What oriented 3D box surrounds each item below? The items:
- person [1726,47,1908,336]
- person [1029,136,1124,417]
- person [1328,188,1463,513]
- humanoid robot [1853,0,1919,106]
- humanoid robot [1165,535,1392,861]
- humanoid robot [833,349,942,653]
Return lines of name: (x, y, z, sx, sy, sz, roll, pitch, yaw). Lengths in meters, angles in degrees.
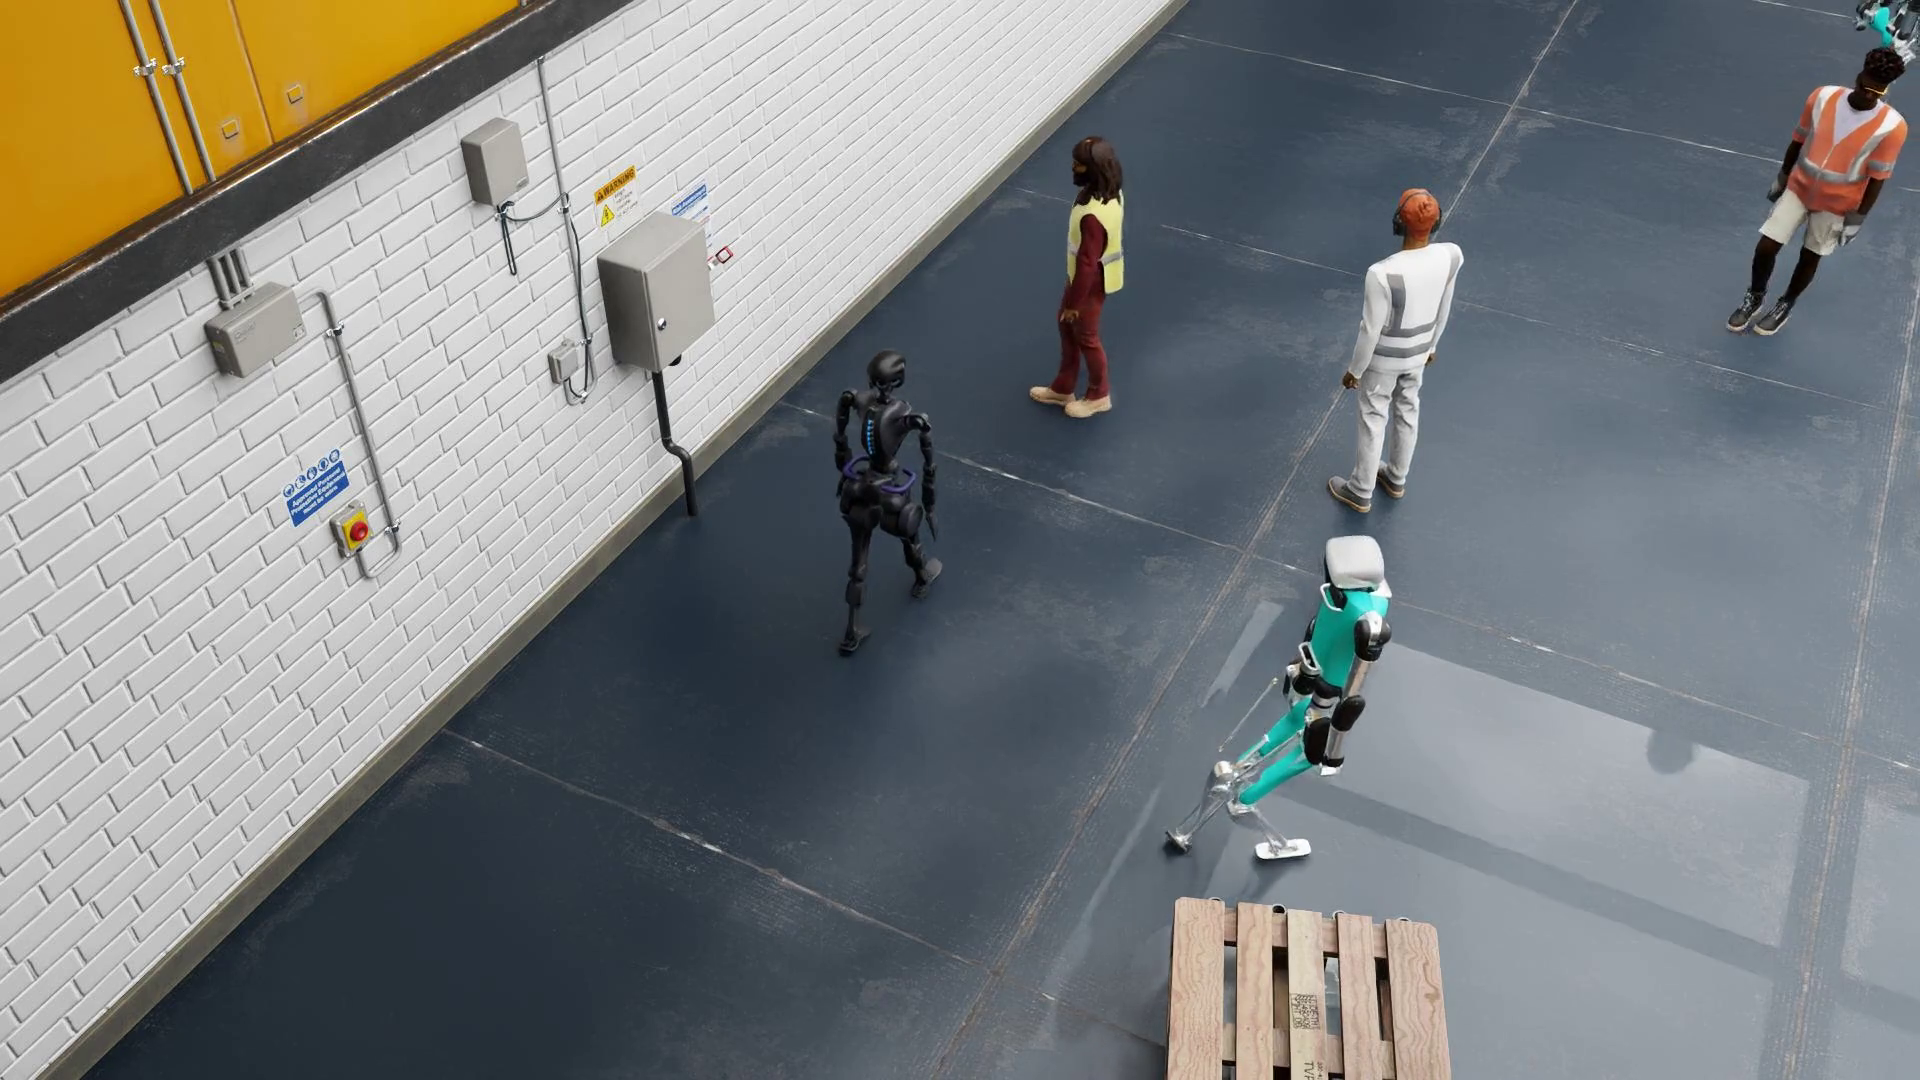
person: (5.112, -2.027, 9.904, 0.551, 1.942, 0.642, -31, 50, -31)
person: (0.671, -1.460, 9.387, 0.499, 1.760, 0.501, 4, 41, 4)
person: (2.276, -0.970, 8.728, 0.575, 1.881, 0.350, -18, 44, -20)
humanoid robot: (6.866, -3.824, 12.137, 1.016, 1.733, 0.548, -11, 42, -13)
humanoid robot: (1.235, 0.770, 6.878, 0.860, 1.850, 0.551, -4, 41, -5)
humanoid robot: (-0.375, -0.238, 8.073, 0.587, 1.630, 0.787, 18, 44, 19)
